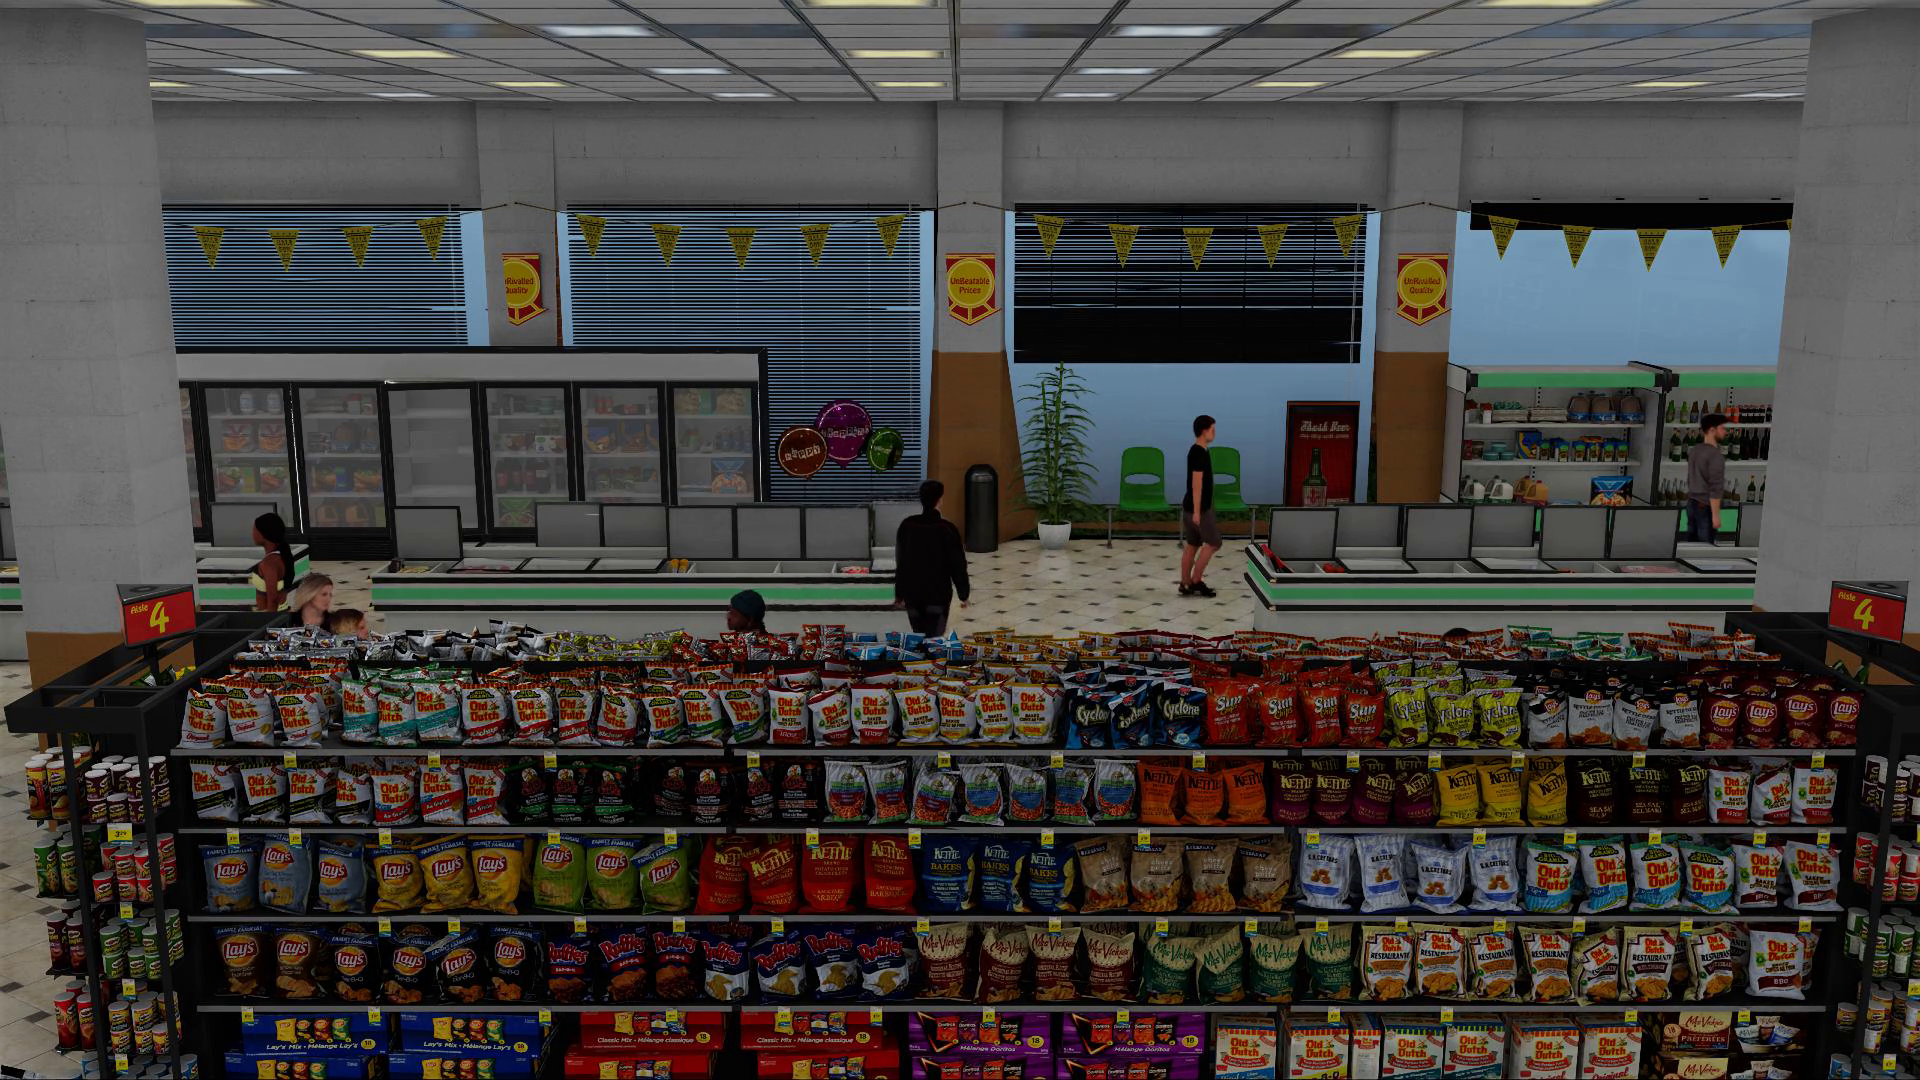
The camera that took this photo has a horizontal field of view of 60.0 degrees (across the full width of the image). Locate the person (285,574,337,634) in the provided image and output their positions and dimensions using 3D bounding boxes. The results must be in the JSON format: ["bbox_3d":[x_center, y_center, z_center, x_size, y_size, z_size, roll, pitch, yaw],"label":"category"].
[{"bbox_3d":[-4.200,1.039,10.651,0.789,1.648,0.927,-3,12,-15],"label":"person"}]

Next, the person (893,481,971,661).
[{"bbox_3d":[-0.299,0.468,12.940,0.860,1.821,0.952,6,13,25],"label":"person"}]

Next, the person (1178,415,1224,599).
[{"bbox_3d":[2.302,-0.331,16.674,0.620,1.845,0.668,0,12,1],"label":"person"}]

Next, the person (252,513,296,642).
[{"bbox_3d":[-4.973,0.660,12.187,0.545,1.755,0.581,-1,12,-7],"label":"person"}]

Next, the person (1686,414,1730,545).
[{"bbox_3d":[7.303,-0.293,16.356,0.562,1.903,0.677,0,12,-2],"label":"person"}]
